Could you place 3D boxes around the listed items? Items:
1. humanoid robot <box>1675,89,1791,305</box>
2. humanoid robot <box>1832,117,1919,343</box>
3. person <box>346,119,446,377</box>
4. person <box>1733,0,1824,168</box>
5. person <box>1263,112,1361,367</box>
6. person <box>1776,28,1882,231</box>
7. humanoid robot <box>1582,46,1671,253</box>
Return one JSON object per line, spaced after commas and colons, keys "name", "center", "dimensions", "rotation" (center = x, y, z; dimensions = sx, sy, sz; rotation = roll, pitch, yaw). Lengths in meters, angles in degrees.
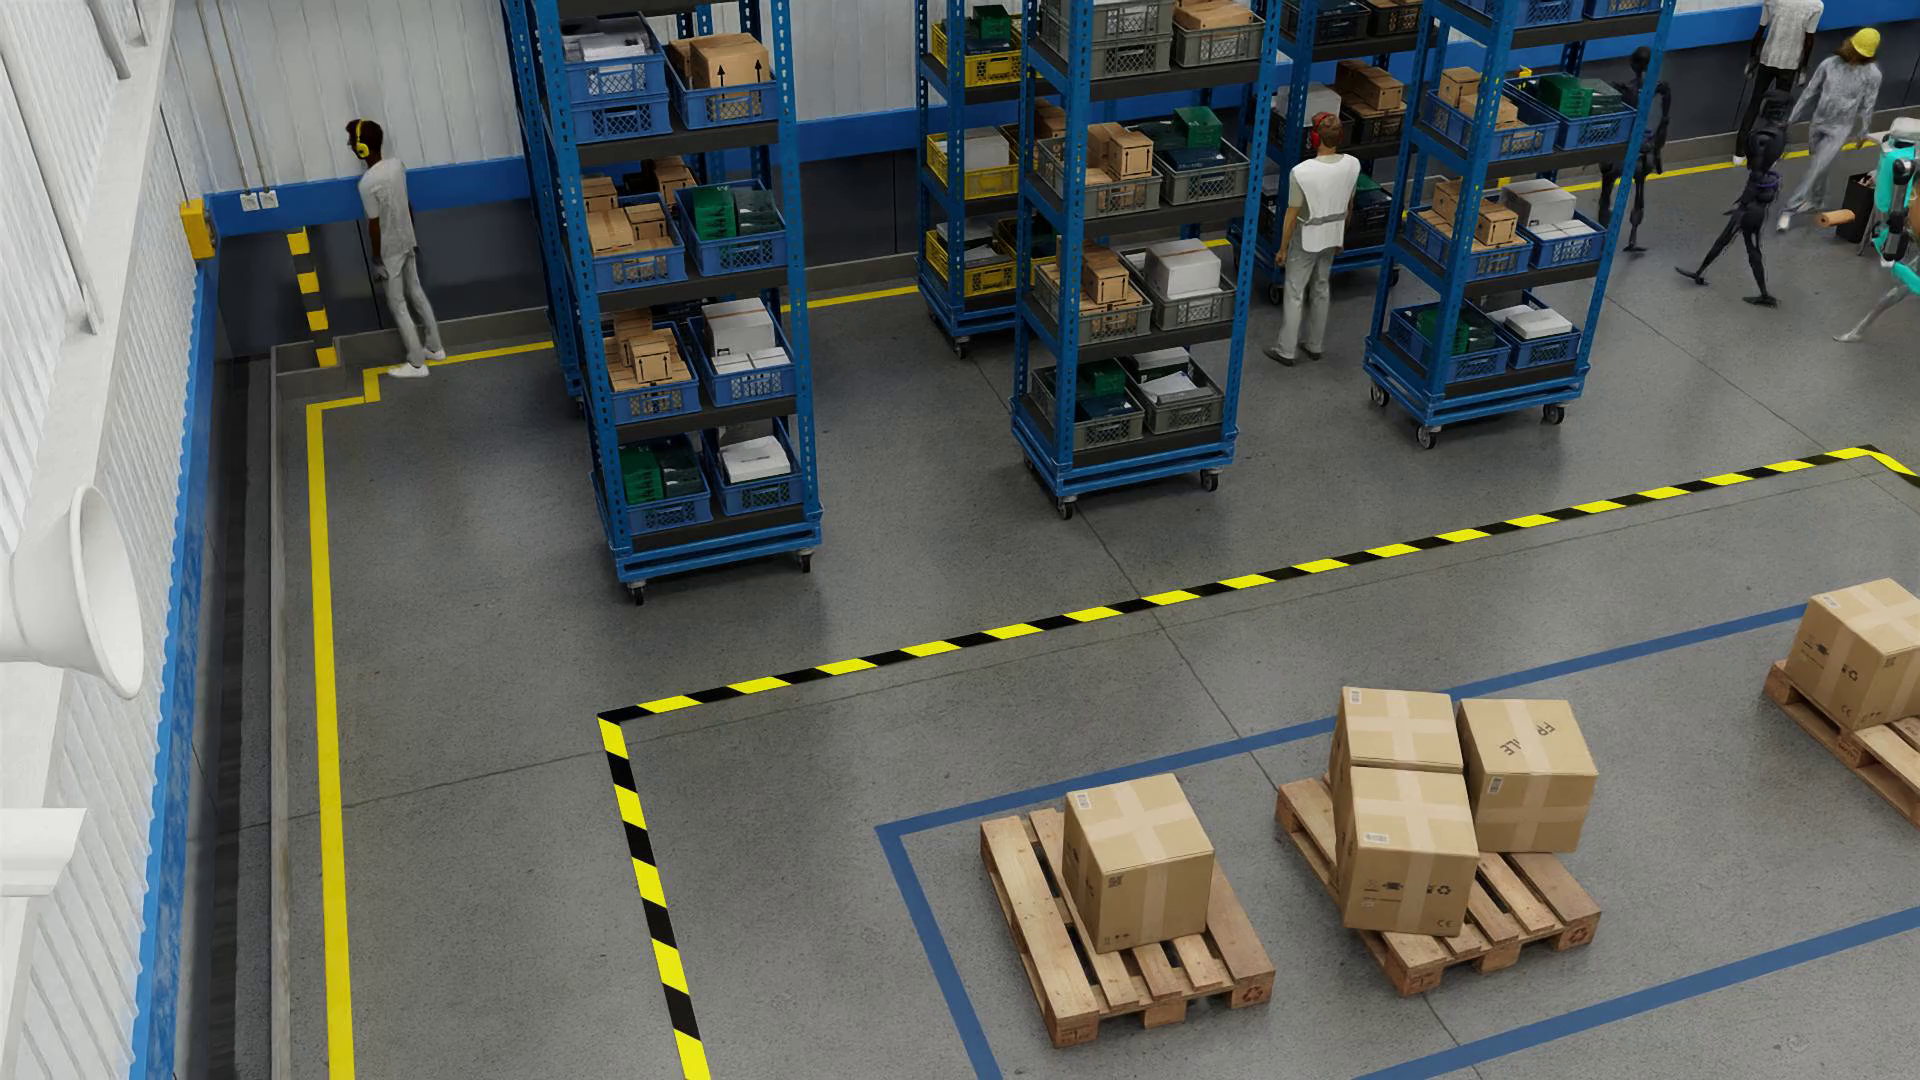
{"name": "humanoid robot", "center": [5.967, -2.571, 12.523], "dimensions": [0.785, 1.633, 0.591], "rotation": [17, 39, 23]}
{"name": "humanoid robot", "center": [6.824, -2.088, 11.777], "dimensions": [0.976, 1.780, 0.575], "rotation": [8, 36, 12]}
{"name": "person", "center": [-3.930, -2.025, 11.550], "dimensions": [0.340, 1.856, 0.521], "rotation": [9, 36, 13]}
{"name": "person", "center": [7.174, -4.161, 14.582], "dimensions": [0.511, 1.858, 0.333], "rotation": [25, 42, 31]}
{"name": "person", "center": [2.484, -2.078, 11.647], "dimensions": [0.575, 1.830, 0.412], "rotation": [-17, 38, -22]}
{"name": "person", "center": [7.096, -3.390, 13.633], "dimensions": [0.843, 1.677, 0.586], "rotation": [-26, 43, -32]}
{"name": "humanoid robot", "center": [5.297, -3.066, 13.183], "dimensions": [0.609, 1.646, 0.413], "rotation": [7, 36, 10]}
